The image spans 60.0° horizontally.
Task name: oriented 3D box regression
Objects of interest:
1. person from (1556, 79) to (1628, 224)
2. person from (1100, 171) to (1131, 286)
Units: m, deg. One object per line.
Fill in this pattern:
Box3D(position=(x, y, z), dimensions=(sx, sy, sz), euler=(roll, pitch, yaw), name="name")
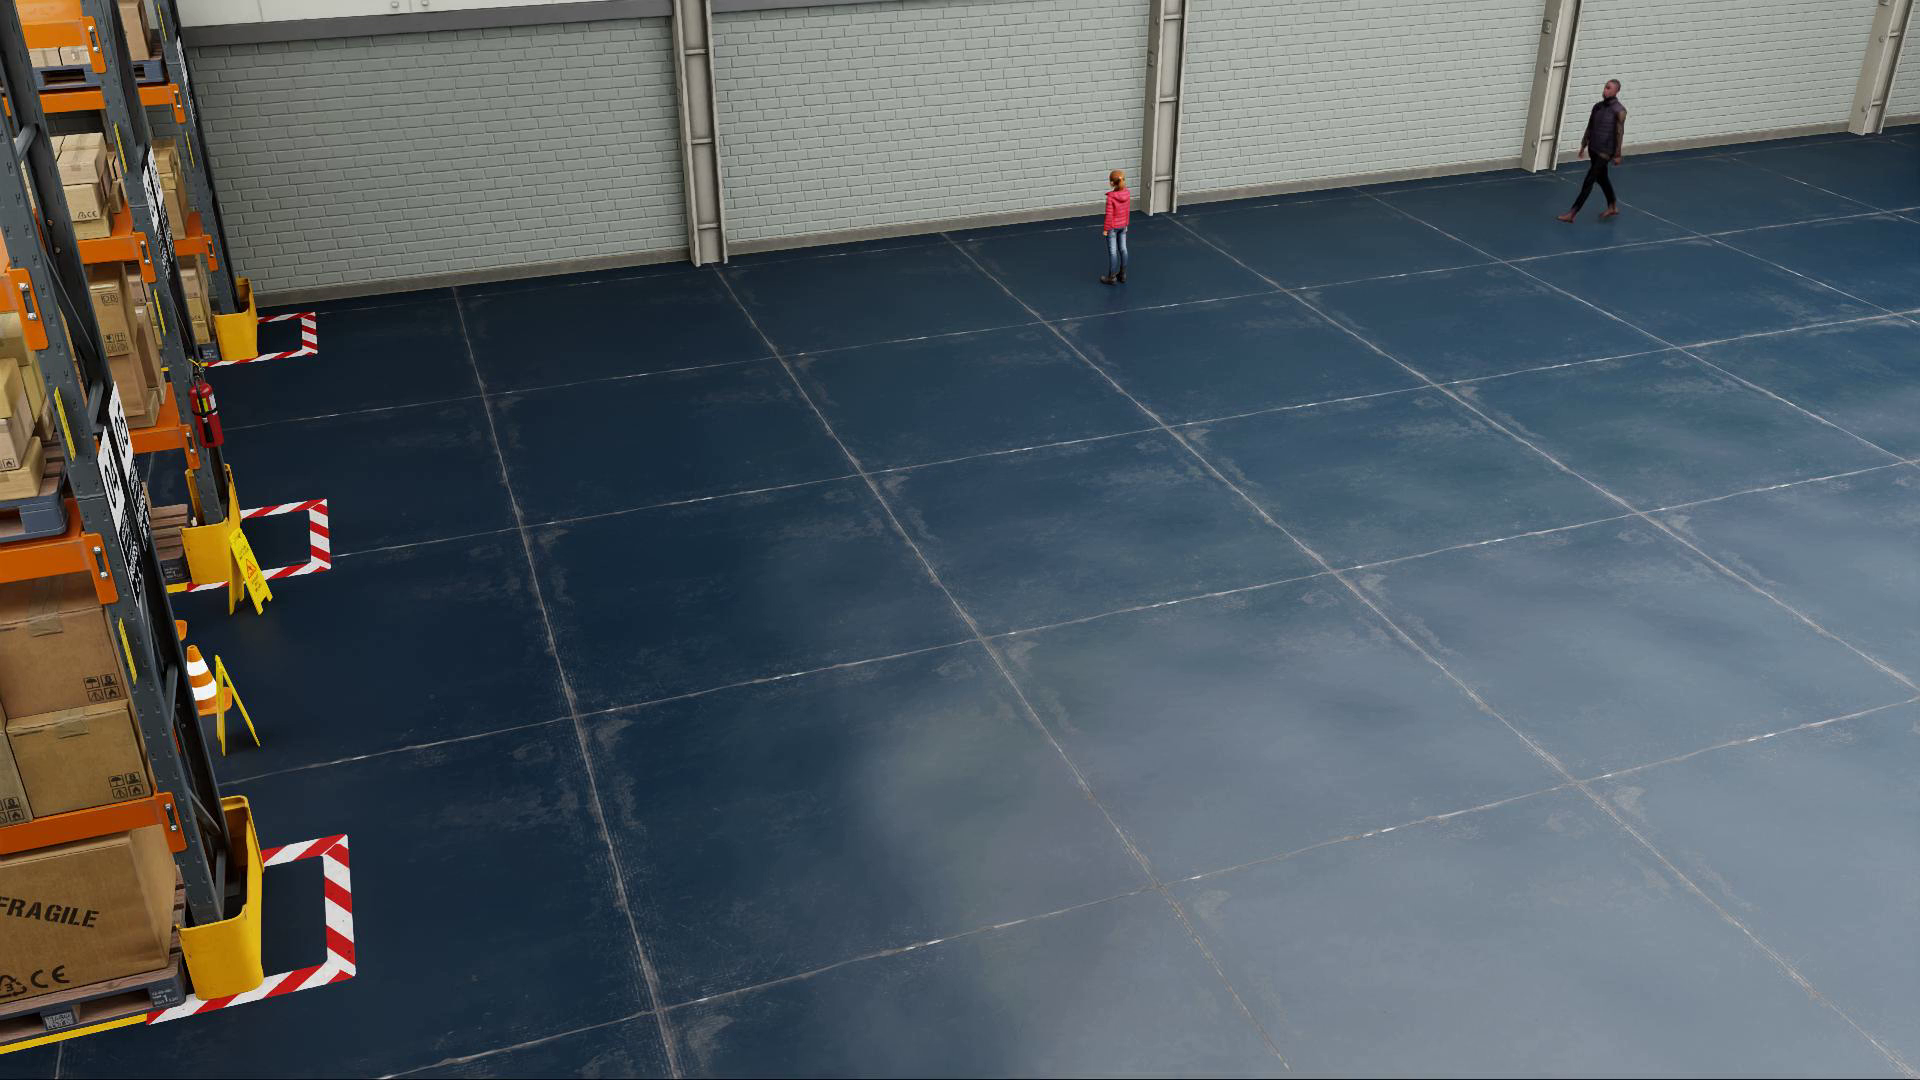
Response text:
Box3D(position=(8.180, -4.886, 21.032), dimensions=(1.175, 1.788, 0.728), euler=(-9, 29, -16), name="person")
Box3D(position=(1.809, -3.596, 19.114), dimensions=(0.509, 1.315, 0.626), euler=(-19, 33, -31), name="person")
